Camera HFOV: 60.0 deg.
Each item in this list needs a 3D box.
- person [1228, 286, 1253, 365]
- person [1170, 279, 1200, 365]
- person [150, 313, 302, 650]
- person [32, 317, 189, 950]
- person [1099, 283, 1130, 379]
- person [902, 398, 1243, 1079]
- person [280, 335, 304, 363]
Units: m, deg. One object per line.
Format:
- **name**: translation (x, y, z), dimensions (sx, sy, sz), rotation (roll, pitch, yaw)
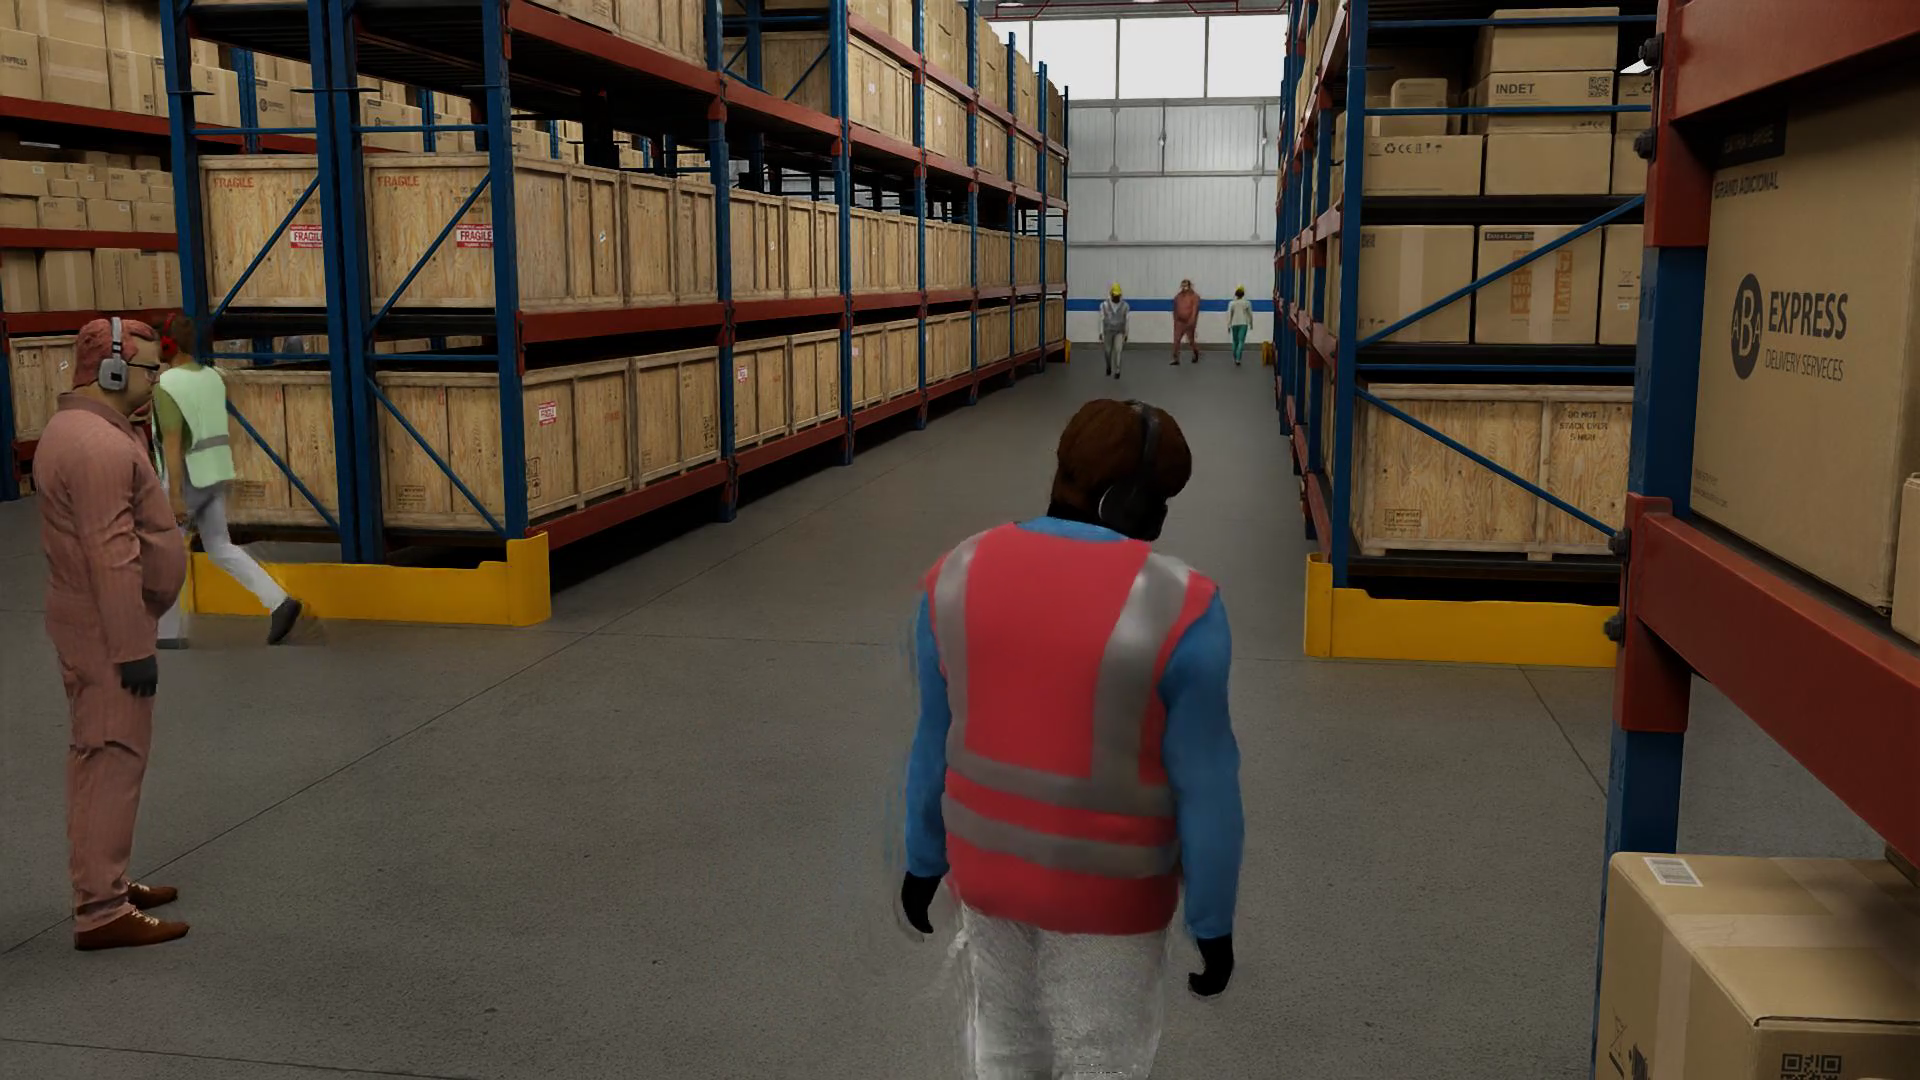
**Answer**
- **person**: translation (6.127, -4.692, 36.424), dimensions (0.525, 1.723, 0.866), rotation (4, 10, 23)
- **person**: translation (4.952, -4.751, 36.279), dimensions (0.679, 1.879, 0.645), rotation (6, 11, 34)
- **person**: translation (-4.023, -0.300, 8.872), dimensions (0.847, 1.819, 0.576), rotation (1, 9, 6)
- **person**: translation (-2.557, 0.278, 5.049), dimensions (0.407, 1.895, 0.640), rotation (-6, 11, -31)
- **person**: translation (2.947, -3.982, 31.698), dimensions (0.591, 1.809, 0.607), rotation (1, 9, 5)
- **person**: translation (0.162, 0.644, 3.042), dimensions (0.680, 1.807, 0.695), rotation (6, 11, 32)
- **person**: translation (-7.009, -1.604, 17.488), dimensions (0.272, 1.635, 0.507), rotation (-5, 10, -28)
